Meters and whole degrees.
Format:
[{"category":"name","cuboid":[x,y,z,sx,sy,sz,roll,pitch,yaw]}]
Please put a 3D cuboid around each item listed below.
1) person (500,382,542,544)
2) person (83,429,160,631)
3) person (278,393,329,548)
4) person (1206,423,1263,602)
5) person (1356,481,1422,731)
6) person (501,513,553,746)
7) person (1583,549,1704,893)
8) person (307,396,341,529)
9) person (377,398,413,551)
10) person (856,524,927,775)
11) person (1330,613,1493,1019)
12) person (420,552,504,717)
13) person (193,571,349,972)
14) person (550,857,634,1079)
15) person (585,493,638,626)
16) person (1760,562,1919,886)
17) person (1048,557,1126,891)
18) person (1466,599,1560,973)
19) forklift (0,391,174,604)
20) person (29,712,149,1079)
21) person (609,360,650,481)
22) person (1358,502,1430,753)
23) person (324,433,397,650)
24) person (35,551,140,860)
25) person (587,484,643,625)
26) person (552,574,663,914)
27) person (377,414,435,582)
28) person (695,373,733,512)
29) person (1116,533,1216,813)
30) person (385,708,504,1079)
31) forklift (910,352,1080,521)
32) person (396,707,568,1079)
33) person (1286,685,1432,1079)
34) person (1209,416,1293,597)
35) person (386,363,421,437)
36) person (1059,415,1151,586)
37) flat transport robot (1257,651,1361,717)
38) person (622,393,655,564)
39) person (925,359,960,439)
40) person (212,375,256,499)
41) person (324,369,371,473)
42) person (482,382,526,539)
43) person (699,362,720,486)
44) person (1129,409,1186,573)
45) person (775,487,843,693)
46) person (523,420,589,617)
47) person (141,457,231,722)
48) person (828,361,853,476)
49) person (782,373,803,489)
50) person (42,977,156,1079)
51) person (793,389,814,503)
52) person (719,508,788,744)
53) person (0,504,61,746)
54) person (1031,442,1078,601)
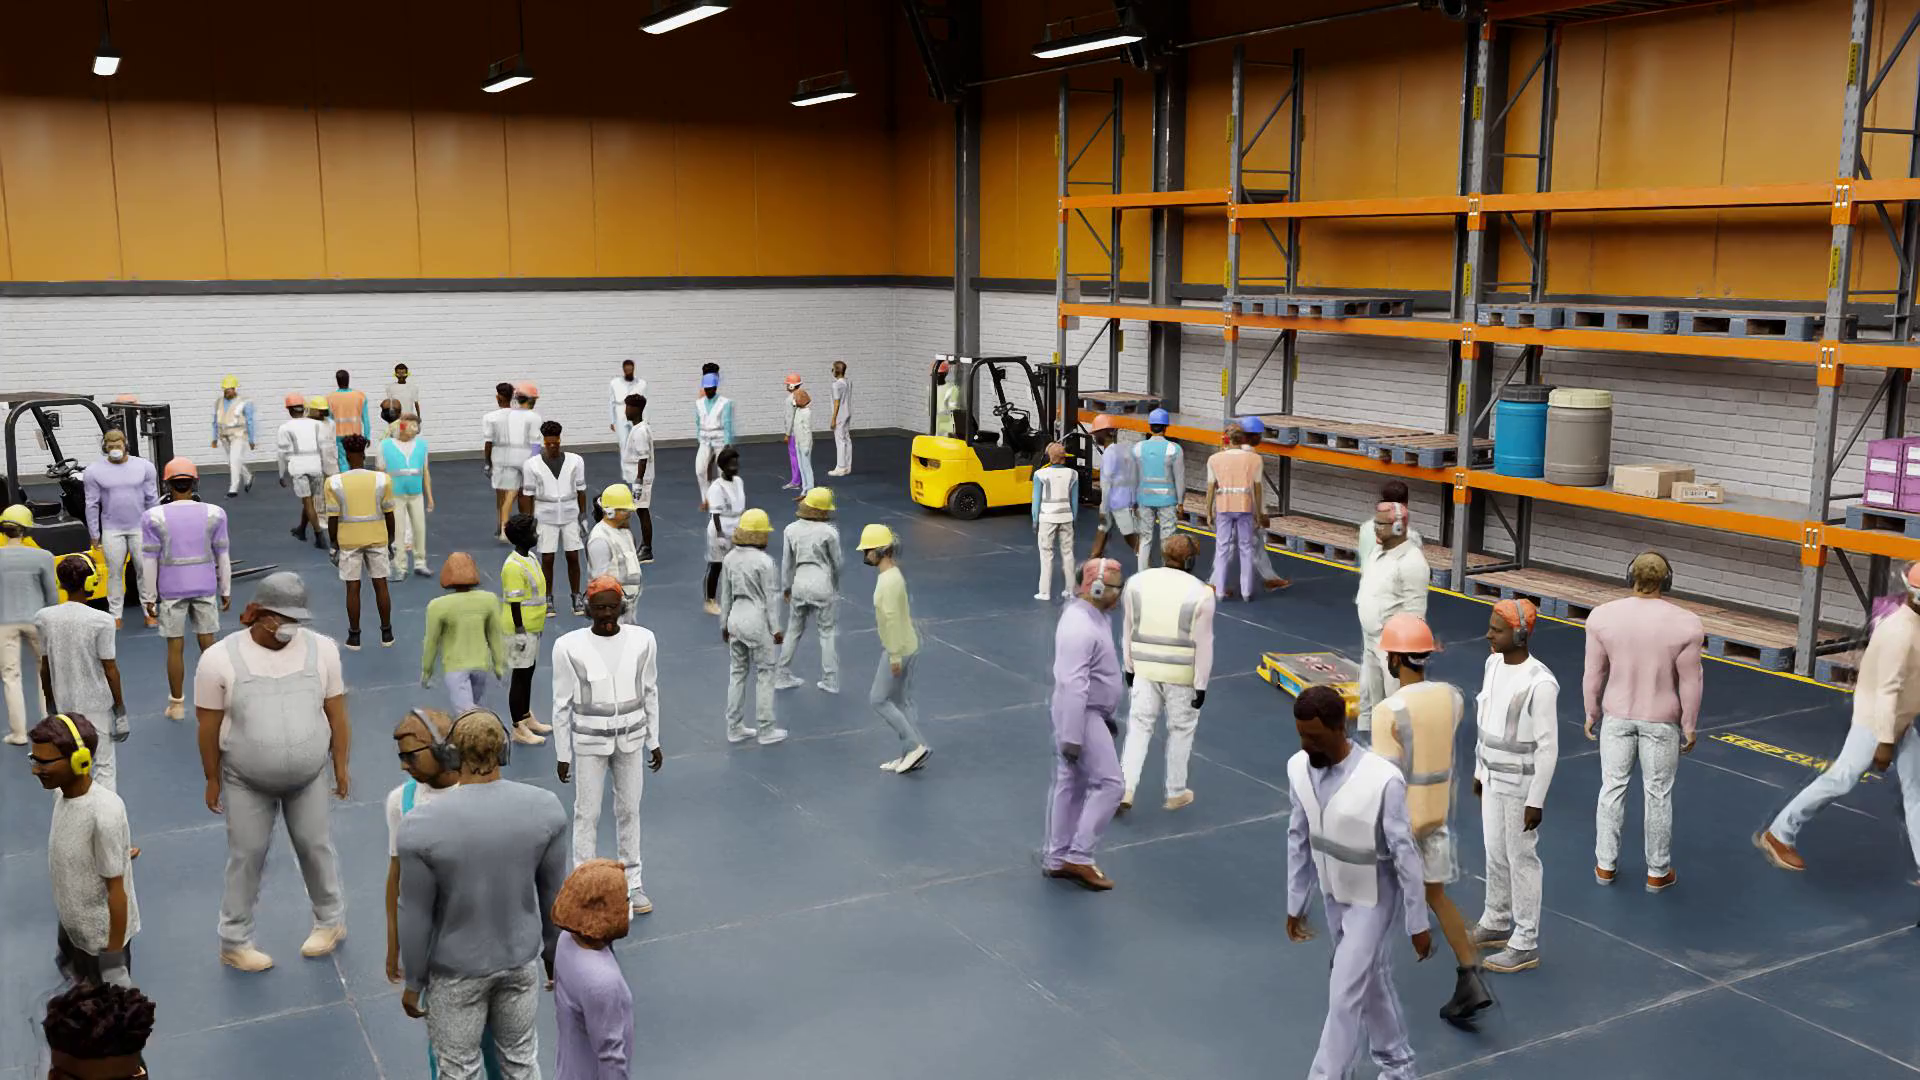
[{"category":"person","cuboid":[-5.371,-0.955,20.547,0.630,1.981,1.096,5,11,28]},{"category":"person","cuboid":[-7.911,-0.095,15.750,0.631,1.931,0.382,-5,11,-28]},{"category":"person","cuboid":[-8.007,-0.854,20.275,1.038,1.870,0.556,9,13,43]},{"category":"person","cuboid":[2.801,-0.269,17.012,0.565,1.835,0.396,1,10,6]},{"category":"person","cuboid":[3.239,0.505,12.371,0.573,1.895,0.604,-7,12,-34]},{"category":"person","cuboid":[-3.174,0.641,12.153,0.317,1.700,0.538,0,10,-2]},{"category":"person","cuboid":[3.819,1.010,9.342,0.627,1.940,0.372,6,11,30]},{"category":"person","cuboid":[-8.238,-0.999,21.498,0.391,1.726,0.512,7,12,33]},{"category":"person","cuboid":[-6.755,-0.783,19.943,0.429,1.843,0.627,-4,11,-22]},{"category":"person","cuboid":[-0.480,0.753,11.369,0.432,1.741,0.543,0,10,-2]},{"category":"person","cuboid":[2.158,1.291,7.832,0.535,1.899,0.895,-5,11,-25]},{"category":"person","cuboid":[-3.351,0.866,11.159,0.849,1.586,0.511,10,14,44]},{"category":"person","cuboid":[-3.439,1.127,8.372,0.712,2.000,0.548,-6,12,-32]},{"category":"person","cuboid":[-1.191,1.834,5.475,0.269,1.632,0.504,-5,11,-27]},{"category":"person","cuboid":[-2.755,0.471,13.135,0.322,1.696,0.536,5,11,29]},{"category":"person","cuboid":[5.168,1.015,9.414,1.106,1.921,0.657,9,13,41]},{"category":"person","cuboid":[0.729,1.030,9.403,0.516,1.877,0.659,0,10,1]},{"category":"person","cuboid":[2.753,1.214,8.323,0.337,1.882,0.583,-2,10,-11]},{"category":"forklift","cuboid":[-9.026,-0.363,16.508,1.214,2.155,2.313,6,11,29]},{"category":"person","cuboid":[-3.345,1.562,6.405,0.513,1.861,0.338,9,13,43]},{"category":"person","cuboid":[-5.142,-1.859,25.984,0.609,1.882,0.891,-3,10,-18]},{"category":"person","cuboid":[2.904,0.682,11.324,0.403,1.906,0.650,-2,10,-12]},{"category":"person","cuboid":[-5.393,0.014,15.006,0.603,1.962,0.368,-5,11,-26]},{"category":"person","cuboid":[-5.087,0.993,9.673,0.511,1.862,0.324,2,10,9]},{"category":"person","cuboid":[-2.646,0.470,12.801,0.403,1.821,0.600,1,10,5]},{"category":"person","cuboid":[-1.888,1.107,8.940,0.584,1.881,0.337,-5,11,-28]},{"category":"person","cuboid":[-6.074,-0.465,18.183,0.607,1.822,0.385,-8,13,-39]},{"category":"person","cuboid":[-3.389,-1.318,22.788,0.616,1.926,0.612,4,11,20]},{"category":"person","cuboid":[1.278,0.868,10.554,0.644,1.812,0.655,6,11,29]},{"category":"person","cuboid":[-1.979,1.556,6.528,0.548,1.821,0.410,1,10,3]},{"category":"forklift","cuboid":[0.460,-1.461,22.833,2.313,2.155,1.214,-5,11,-28]},{"category":"person","cuboid":[-1.754,1.569,6.171,0.641,1.927,0.386,-7,12,-36]},{"category":"person","cuboid":[1.526,1.504,6.746,0.950,1.847,0.663,-5,11,-28]},{"category":"person","cuboid":[3.007,-0.348,17.301,1.014,1.886,0.629,-1,10,-7]},{"category":"person","cuboid":[-8.660,-1.822,25.886,0.509,1.860,0.334,-2,10,-13]},{"category":"person","cuboid":[1.614,-0.382,17.604,1.084,1.855,0.578,1,10,7]},{"category":"flat transport robot","cuboid":[2.951,1.139,13.398,0.652,0.197,1.431,-2,10,-10]},{"category":"person","cuboid":[-3.704,-0.713,19.183,0.367,1.966,0.606,-2,10,-12]},{"category":"person","cuboid":[-0.339,-1.615,24.267,0.612,2.012,0.891,6,12,33]},{"category":"person","cuboid":[-10.608,-1.531,24.374,0.588,1.802,0.826,3,10,14]},{"category":"person","cuboid":[-8.802,-1.498,23.894,0.609,1.900,0.463,-5,11,-26]},{"category":"person","cuboid":[-5.638,-0.989,20.765,0.613,1.965,0.361,-5,11,-28]},{"category":"person","cuboid":[-3.666,-1.637,24.504,0.365,1.965,0.608,-2,10,-10]},{"category":"person","cuboid":[2.080,-0.407,17.482,0.604,1.945,0.398,4,11,24]},{"category":"person","cuboid":[-1.212,0.398,13.559,0.561,1.697,0.419,4,11,22]},{"category":"person","cuboid":[-3.965,-0.210,16.339,0.616,1.951,0.388,-4,11,-23]},{"category":"person","cuboid":[-5.915,0.376,12.745,0.613,2.031,0.410,-7,12,-35]},{"category":"person","cuboid":[-1.914,-1.949,26.648,0.345,1.846,0.508,4,11,23]},{"category":"person","cuboid":[-2.513,-1.655,25.203,0.323,1.755,0.563,3,10,19]},{"category":"person","cuboid":[-2.073,1.959,3.946,0.928,1.909,0.629,9,13,41]},{"category":"person","cuboid":[-2.248,-1.343,23.791,0.272,1.627,0.502,-4,11,-23]},{"category":"person","cuboid":[-1.517,0.629,12.117,0.515,1.728,0.358,9,13,42]},{"category":"person","cuboid":[-6.862,0.620,12.160,0.523,1.744,0.461,-5,11,-27]},{"category":"person","cuboid":[0.984,-0.186,17.132,0.508,1.630,0.317,-4,11,-21]}]
